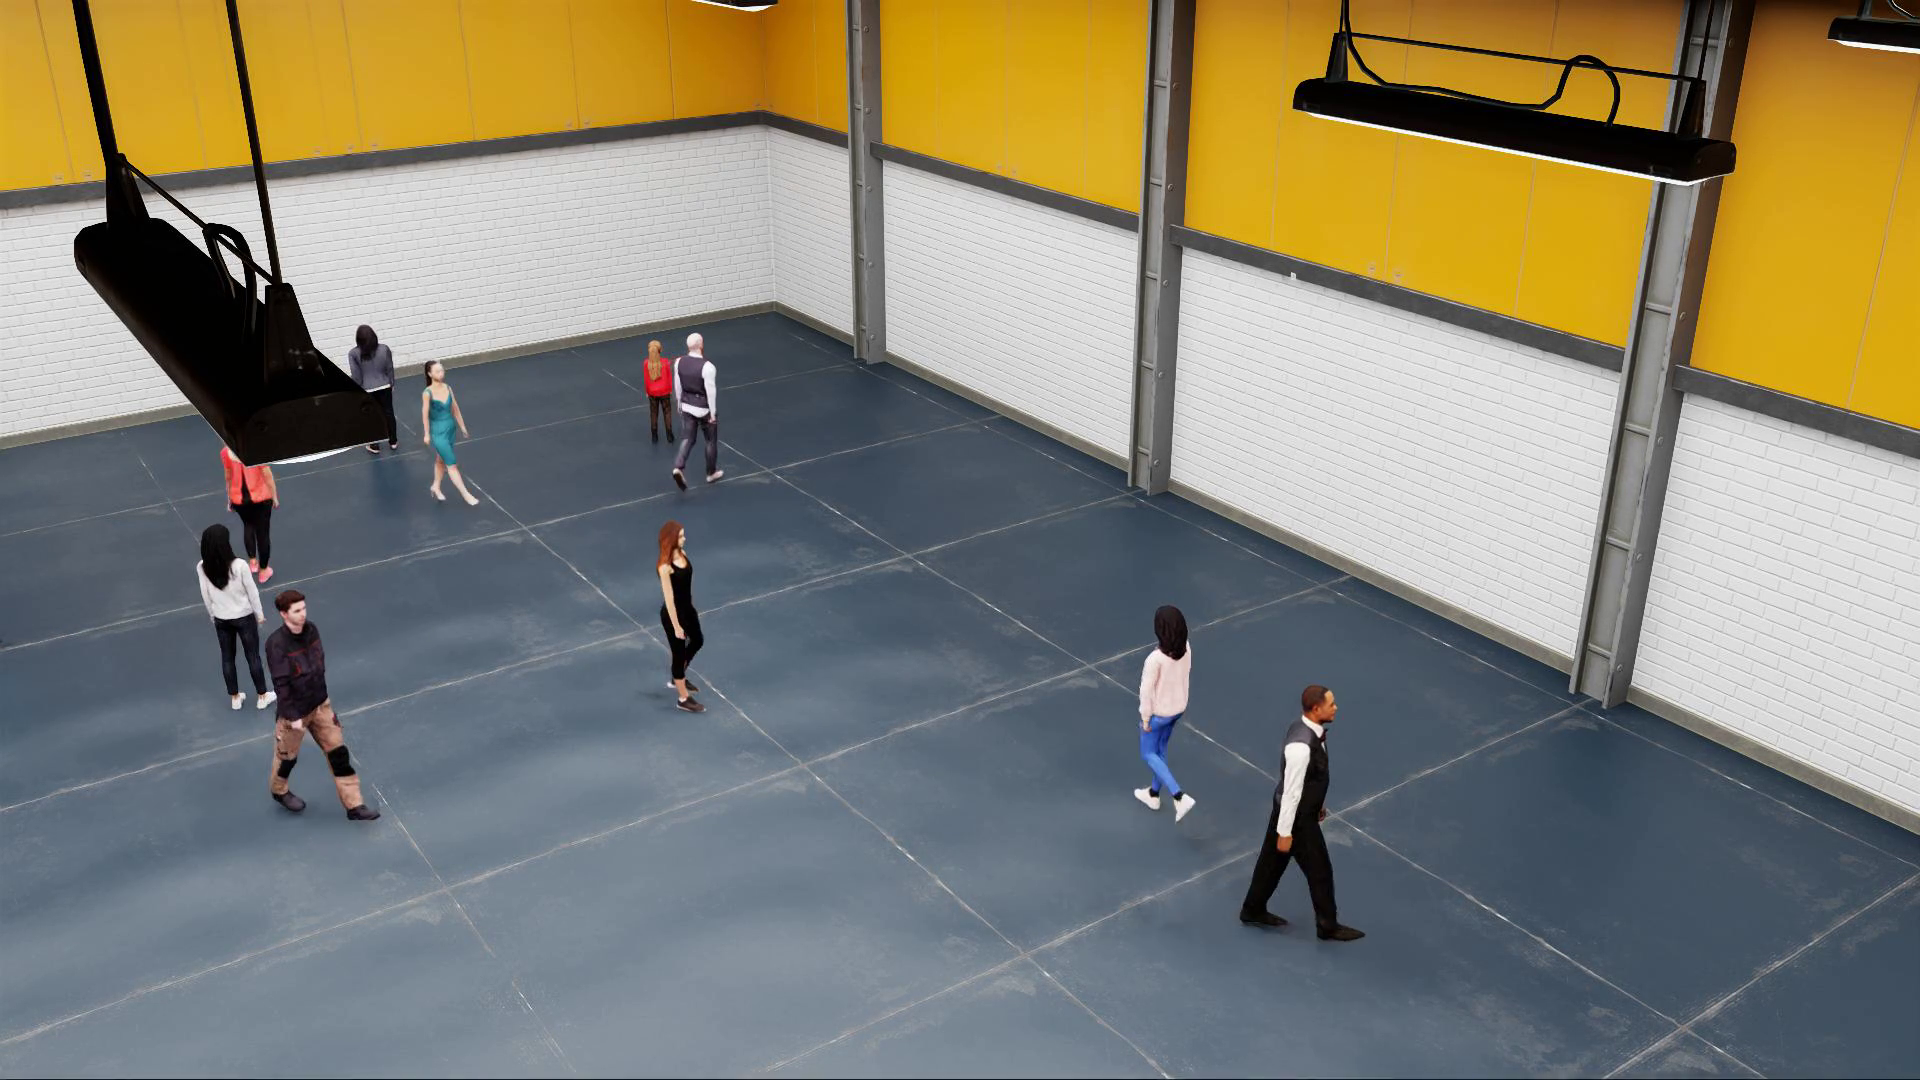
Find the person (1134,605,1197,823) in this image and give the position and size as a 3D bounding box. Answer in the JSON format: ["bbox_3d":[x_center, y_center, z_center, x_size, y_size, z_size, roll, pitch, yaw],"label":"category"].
[{"bbox_3d":[1.579,1.331,12.497,0.641,1.752,0.912,-16,28,-32],"label":"person"}]

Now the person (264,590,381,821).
[{"bbox_3d":[-5.006,1.264,12.492,1.339,1.879,1.099,10,26,22],"label":"person"}]

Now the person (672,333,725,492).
[{"bbox_3d":[-2.998,-1.406,18.706,1.182,1.794,1.135,9,25,20],"label":"person"}]

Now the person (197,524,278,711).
[{"bbox_3d":[-6.173,0.648,14.124,0.710,1.700,0.735,0,24,0],"label":"person"}]

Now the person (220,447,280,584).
[{"bbox_3d":[-7.038,-0.354,16.445,0.744,1.678,0.776,-1,24,-3],"label":"person"}]

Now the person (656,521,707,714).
[{"bbox_3d":[-2.442,0.633,14.133,0.828,1.721,0.765,9,25,19],"label":"person"}]

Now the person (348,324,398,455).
[{"bbox_3d":[-7.023,-1.827,19.920,0.645,1.593,0.633,-16,28,-32],"label":"person"}]

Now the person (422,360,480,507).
[{"bbox_3d":[-5.757,-1.166,18.343,1.093,1.645,0.849,14,27,29],"label":"person"}]

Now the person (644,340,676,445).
[{"bbox_3d":[-3.668,-1.813,20.275,0.570,1.282,0.616,0,24,0],"label":"person"}]

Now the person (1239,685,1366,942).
[{"bbox_3d":[2.169,1.831,11.188,1.206,1.885,1.116,6,24,13],"label":"person"}]
